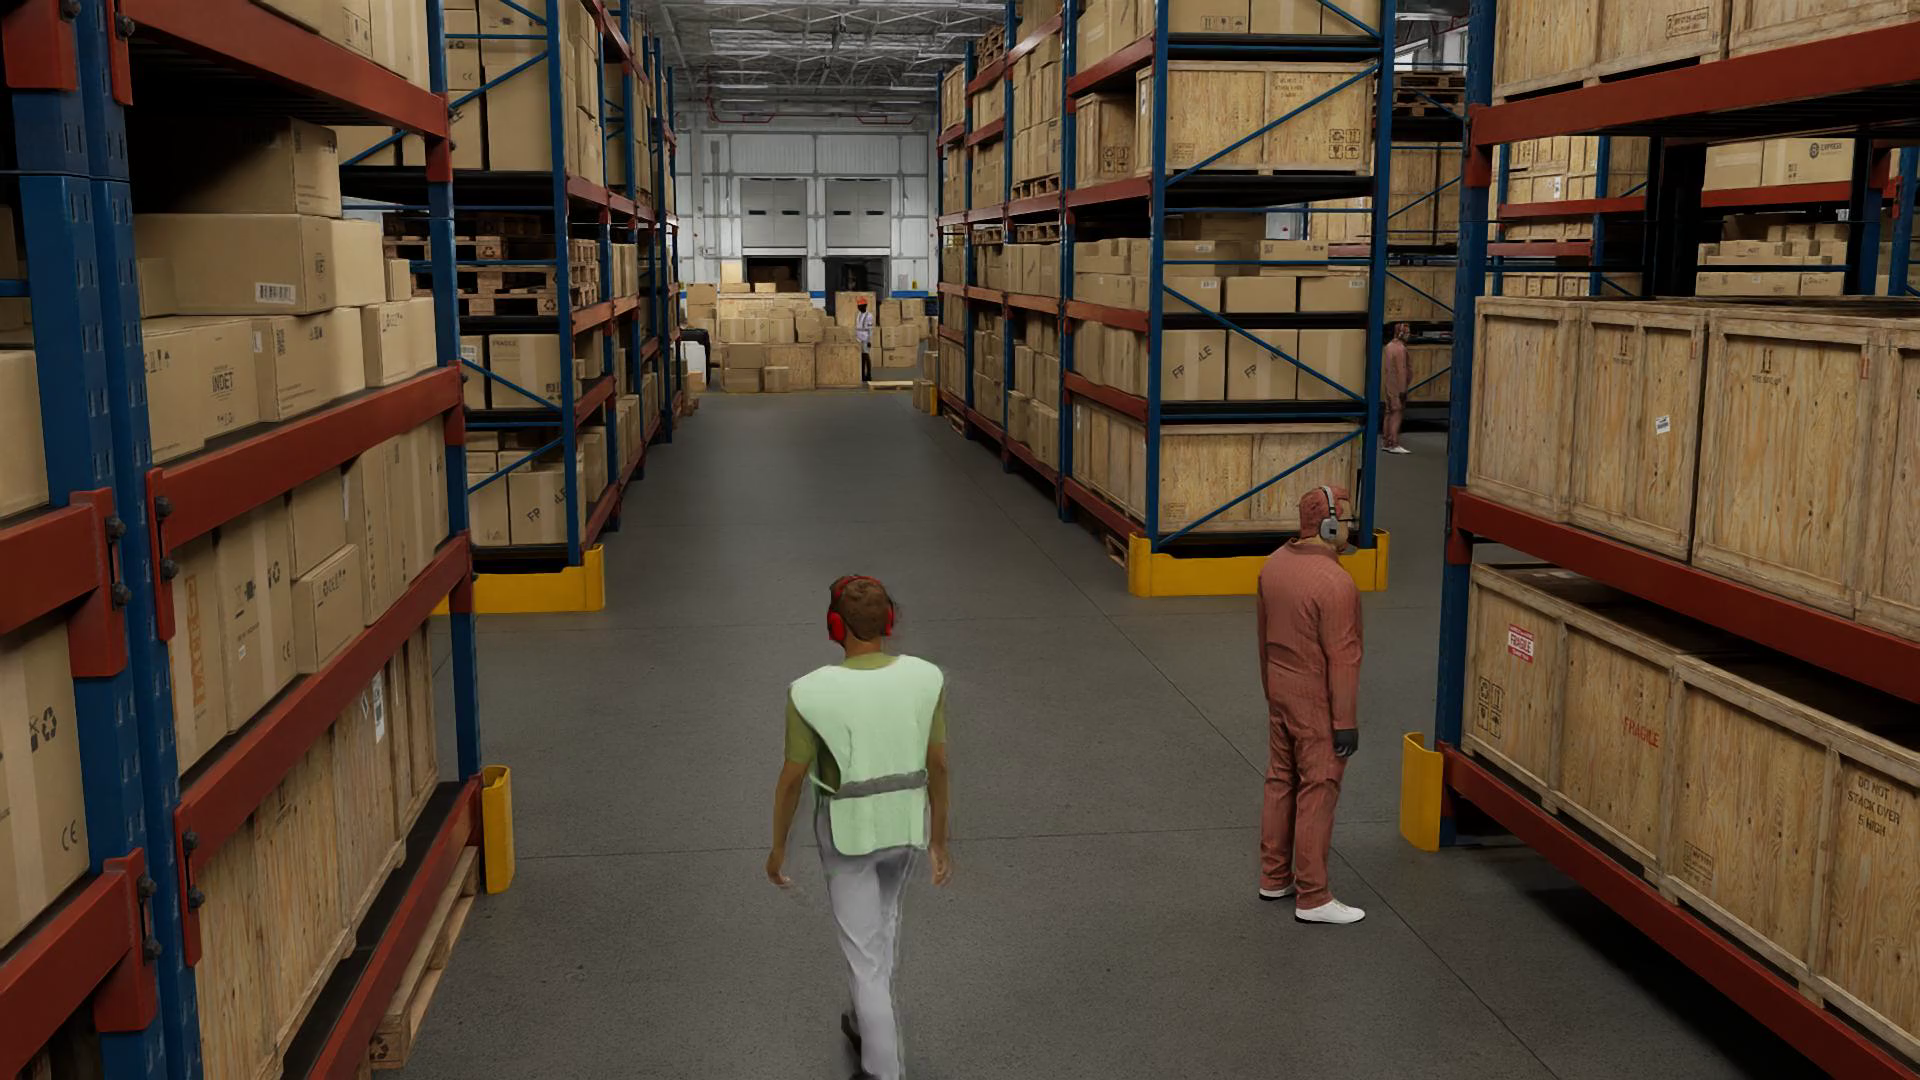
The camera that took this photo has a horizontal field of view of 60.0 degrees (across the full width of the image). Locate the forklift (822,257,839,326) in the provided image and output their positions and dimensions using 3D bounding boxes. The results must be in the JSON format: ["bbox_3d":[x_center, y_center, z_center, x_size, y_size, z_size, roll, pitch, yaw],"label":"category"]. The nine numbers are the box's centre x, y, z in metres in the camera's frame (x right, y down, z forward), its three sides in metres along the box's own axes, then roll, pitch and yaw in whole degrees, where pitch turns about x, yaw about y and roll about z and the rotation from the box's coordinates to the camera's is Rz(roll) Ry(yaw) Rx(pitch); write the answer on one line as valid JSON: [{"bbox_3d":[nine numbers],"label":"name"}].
[{"bbox_3d":[-3.645,-6.721,47.695,1.873,2.768,1.129,1,10,8],"label":"forklift"}]

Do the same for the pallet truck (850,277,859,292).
[{"bbox_3d":[-3.782,-9.391,65.808,1.885,1.965,0.823,2,10,10],"label":"pallet truck"}]

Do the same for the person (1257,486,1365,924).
[{"bbox_3d":[1.559,0.708,7.279,0.401,1.906,0.649,-3,10,-19],"label":"person"}]

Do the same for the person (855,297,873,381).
[{"bbox_3d":[-2.230,-4.594,38.059,0.378,1.932,0.551,-7,12,-34],"label":"person"}]

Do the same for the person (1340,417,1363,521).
[{"bbox_3d":[4.269,-1.050,18.139,0.319,1.690,0.530,-8,12,-38],"label":"person"}]

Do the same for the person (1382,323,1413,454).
[{"bbox_3d":[6.417,-2.218,24.313,0.402,1.906,0.652,0,10,-2],"label":"person"}]

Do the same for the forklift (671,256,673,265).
[{"bbox_3d":[-10.985,-9.066,61.343,1.129,2.768,1.873,-1,10,-7],"label":"forklift"}]

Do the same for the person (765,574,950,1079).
[{"bbox_3d":[-0.383,1.012,5.757,0.592,1.809,0.831,-6,11,-30],"label":"person"}]
